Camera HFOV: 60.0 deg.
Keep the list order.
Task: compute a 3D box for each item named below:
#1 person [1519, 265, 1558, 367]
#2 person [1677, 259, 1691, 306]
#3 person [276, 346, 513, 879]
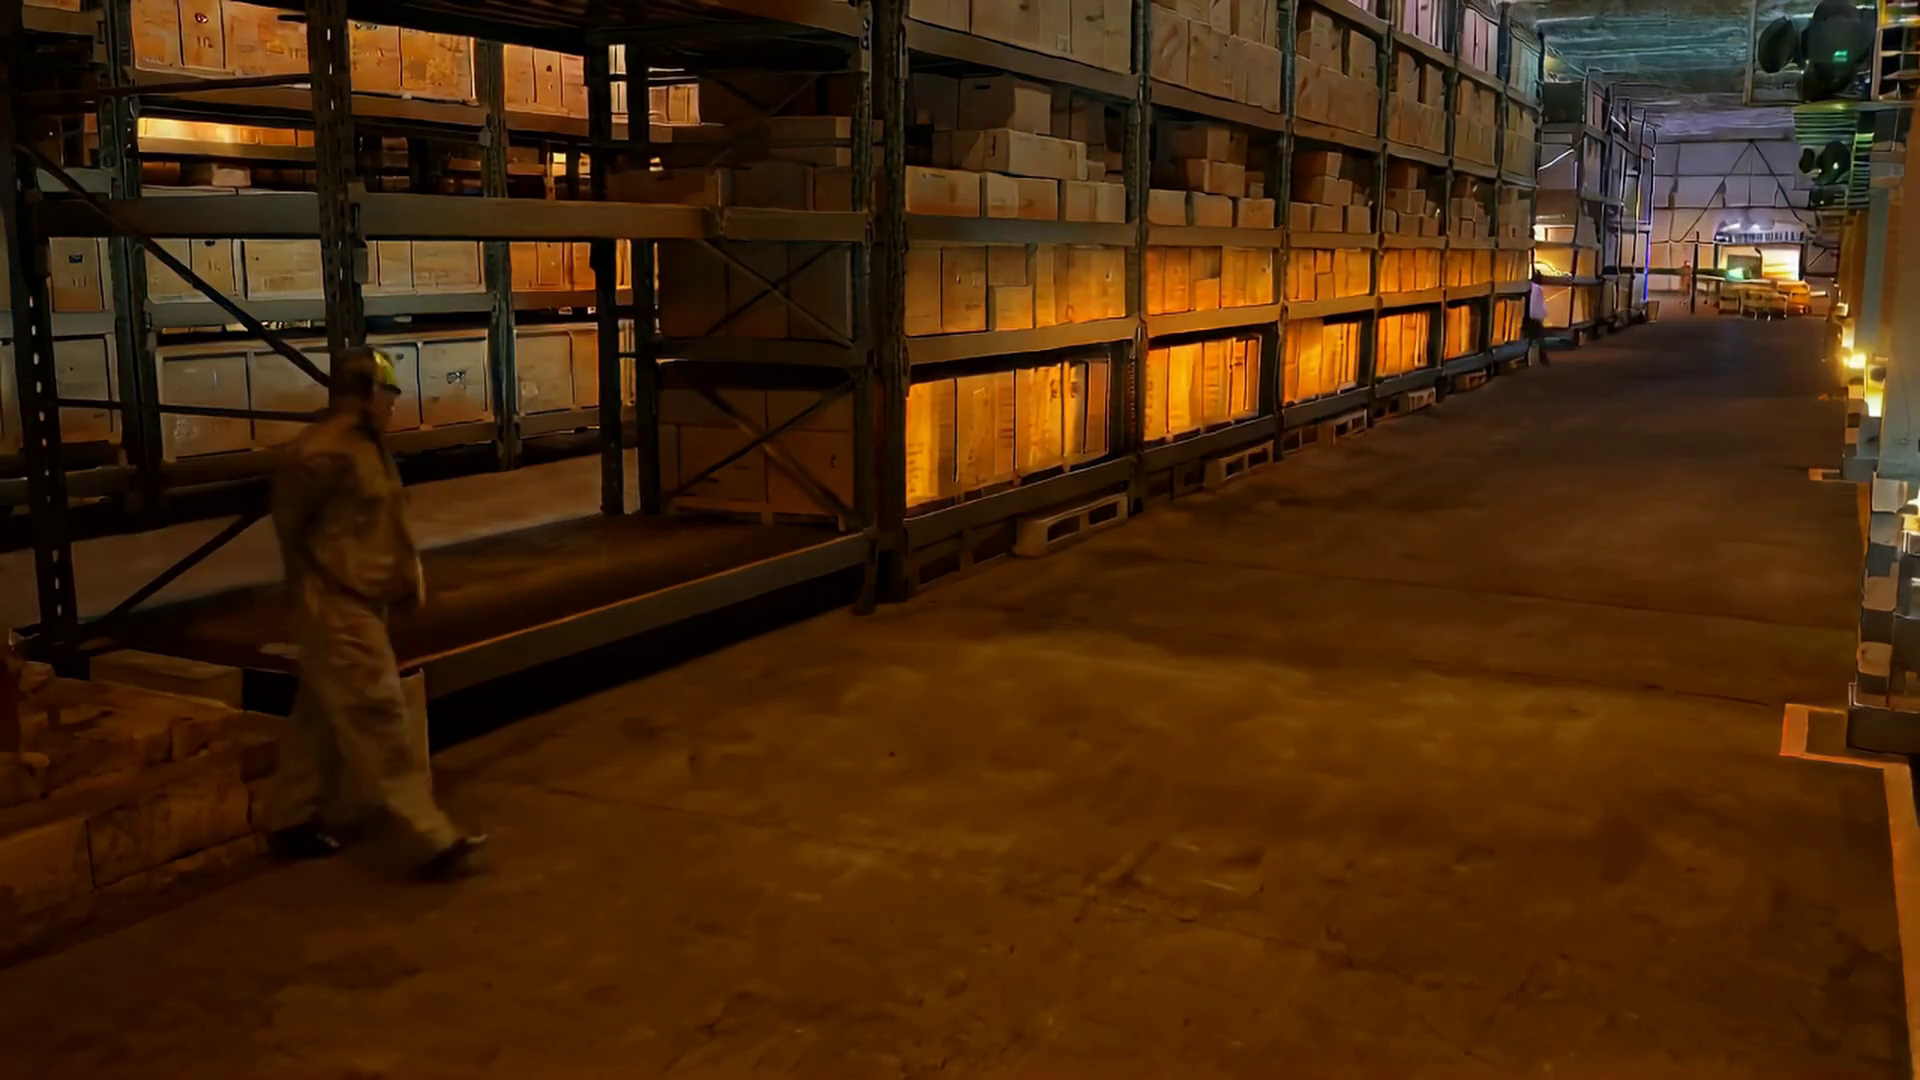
[{"bbox_3d":[10.979,-4.290,31.901,0.992,1.954,0.606,6,11,29],"label":"person"},{"bbox_3d":[29.496,-10.468,67.703,0.366,1.931,0.631,-3,10,-19],"label":"person"},{"bbox_3d":[-2.037,0.255,5.865,0.930,1.851,0.666,-1,10,-5],"label":"person"}]
